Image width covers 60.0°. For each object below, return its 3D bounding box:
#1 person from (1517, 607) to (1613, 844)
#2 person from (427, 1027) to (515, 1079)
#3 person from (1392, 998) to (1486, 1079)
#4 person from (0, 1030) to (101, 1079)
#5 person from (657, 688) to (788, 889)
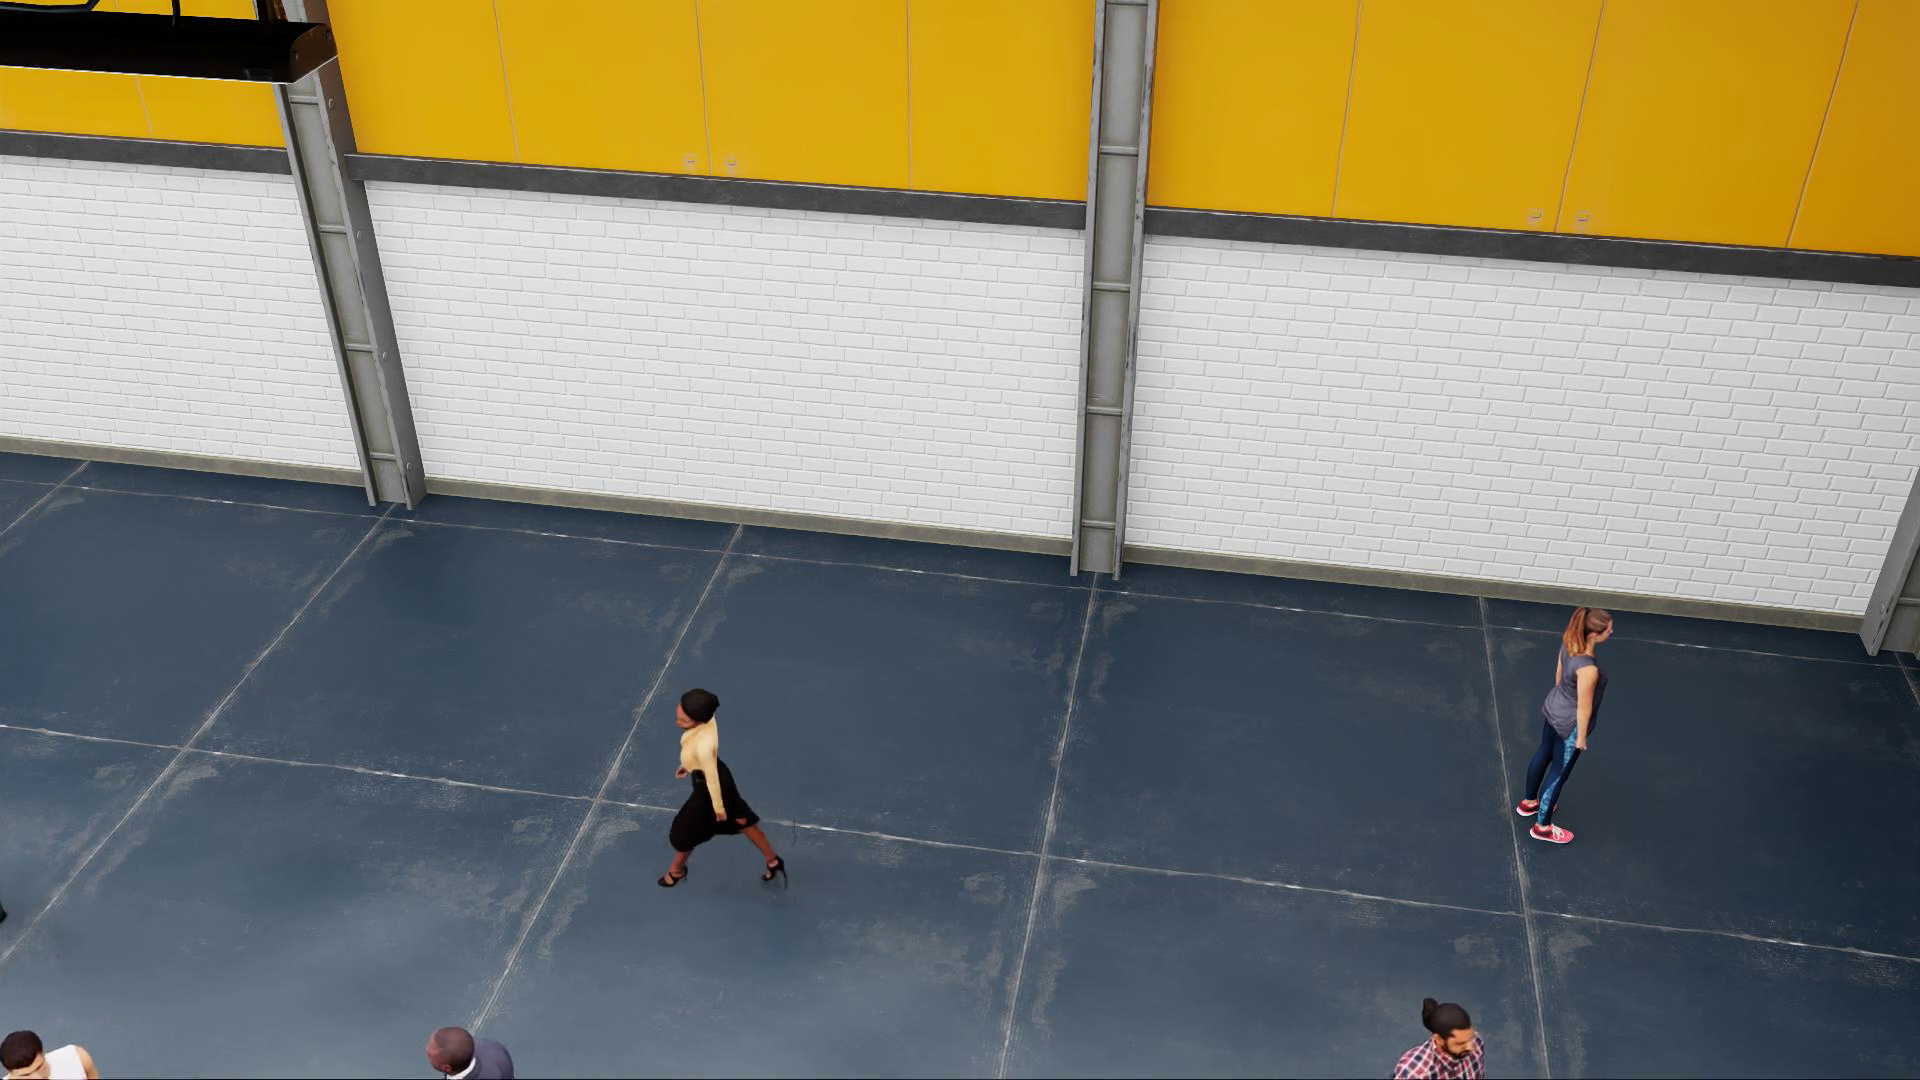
[{"bbox_3d":[3.805,1.135,10.435,0.594,1.724,0.602,-2,34,-2],"label":"person"},{"bbox_3d":[-2.121,2.888,7.716,0.701,1.814,0.691,6,34,9],"label":"person"},{"bbox_3d":[2.188,2.770,7.950,1.116,1.753,1.207,-25,41,-32],"label":"person"},{"bbox_3d":[-4.207,2.835,7.844,0.893,1.761,0.957,-25,41,-32],"label":"person"},{"bbox_3d":[-1.401,1.517,9.973,1.073,1.599,0.707,0,34,0],"label":"person"}]
